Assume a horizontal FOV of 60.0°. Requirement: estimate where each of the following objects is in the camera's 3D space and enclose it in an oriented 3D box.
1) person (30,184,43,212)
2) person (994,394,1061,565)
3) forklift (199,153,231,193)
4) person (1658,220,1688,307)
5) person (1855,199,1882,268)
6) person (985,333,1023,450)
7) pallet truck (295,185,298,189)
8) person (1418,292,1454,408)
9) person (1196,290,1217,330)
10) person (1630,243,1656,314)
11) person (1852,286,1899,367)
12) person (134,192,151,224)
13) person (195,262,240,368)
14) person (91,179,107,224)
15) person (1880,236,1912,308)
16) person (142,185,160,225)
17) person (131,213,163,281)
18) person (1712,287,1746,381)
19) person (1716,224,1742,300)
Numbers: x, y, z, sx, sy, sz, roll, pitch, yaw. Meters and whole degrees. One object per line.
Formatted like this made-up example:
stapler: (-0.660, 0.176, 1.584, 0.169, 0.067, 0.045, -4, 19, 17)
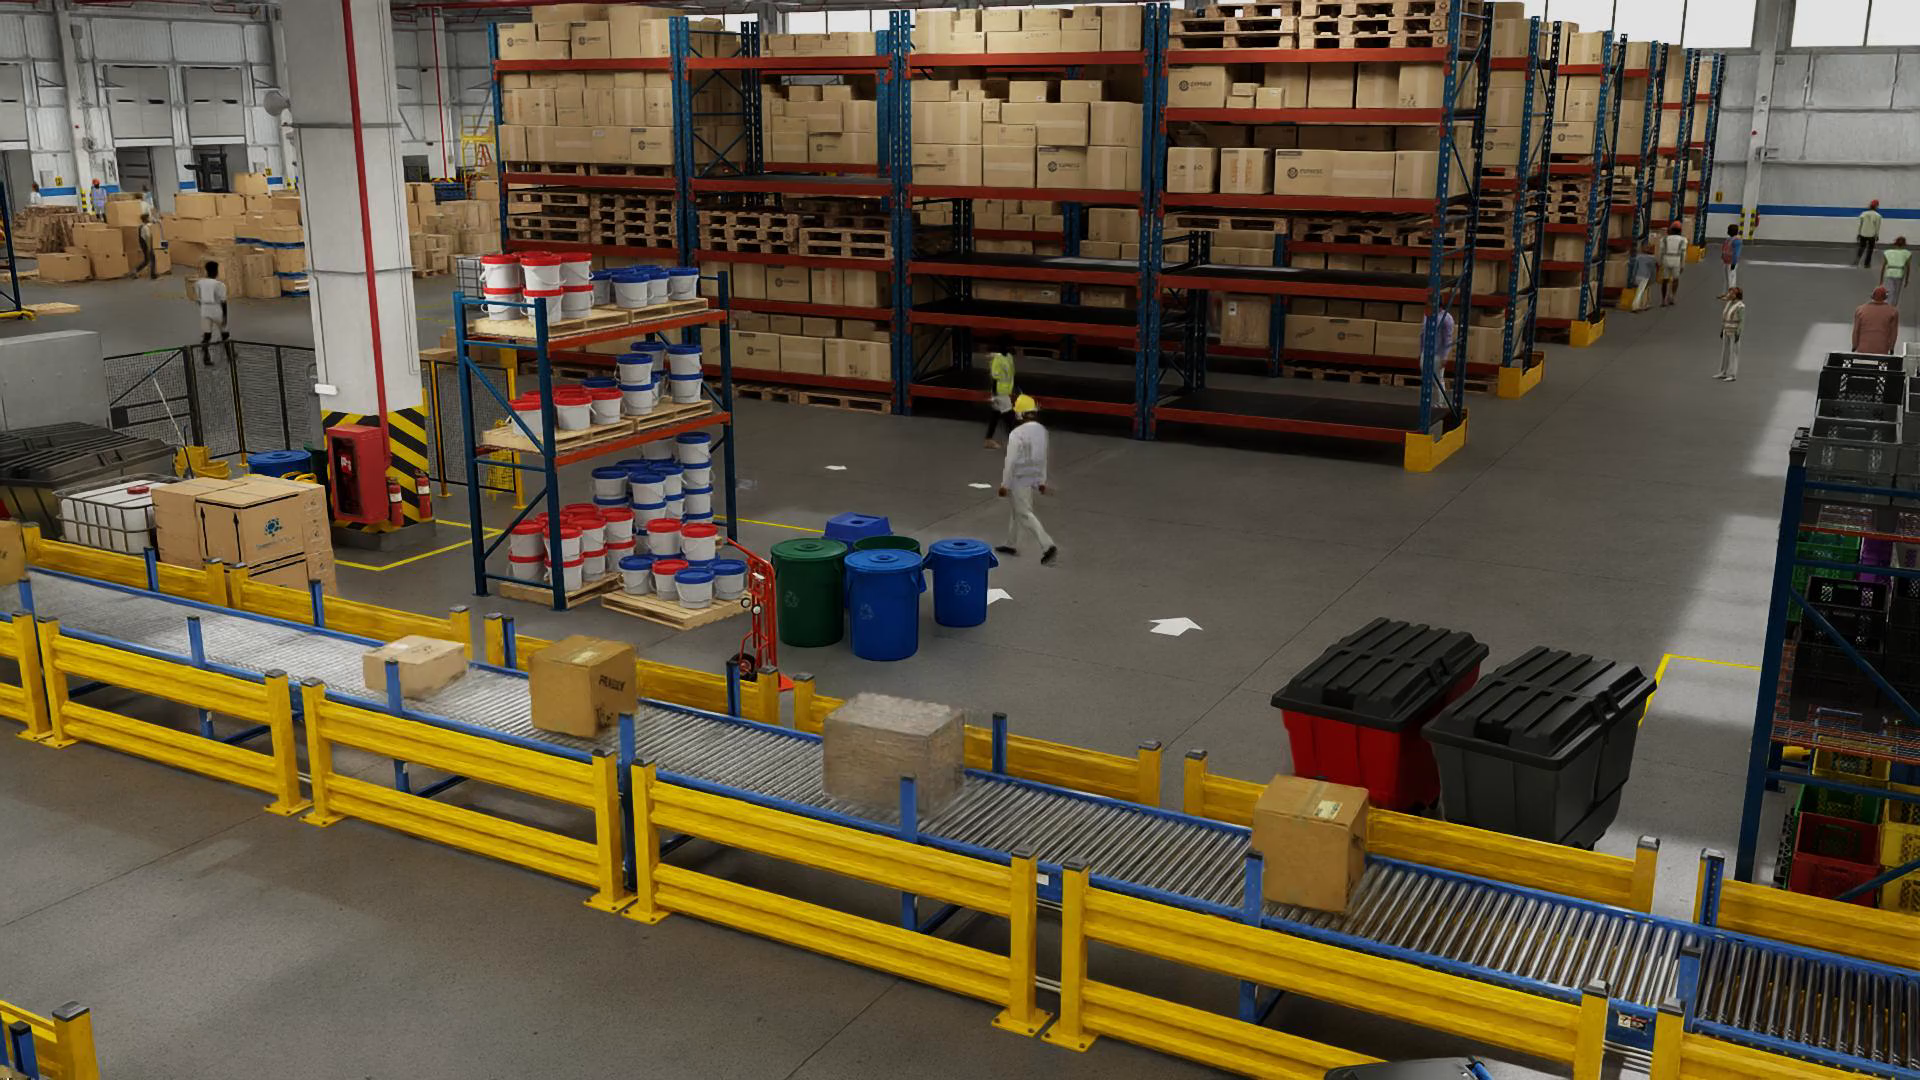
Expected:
person: (-33.012, -11.798, 59.445, 0.581, 1.852, 0.938, 13, 20, 41)
person: (0.734, -0.641, 17.586, 0.863, 1.806, 0.585, 10, 18, 33)
forklift: (-27.440, -12.865, 61.464, 1.873, 2.768, 1.129, 8, 17, 28)
person: (16.828, -6.532, 39.314, 0.626, 2.019, 0.722, 8, 17, 29)
person: (26.262, -8.840, 48.062, 0.494, 1.974, 0.639, -11, 18, -35)
person: (0.688, -2.036, 23.101, 0.848, 1.656, 0.538, 6, 16, 21)
pallet truck: (-26.804, -14.617, 69.738, 1.885, 1.965, 0.823, -14, 20, -42)
person: (7.288, -2.845, 25.600, 0.372, 1.940, 0.631, -7, 17, -26)
person: (5.074, -5.324, 35.043, 0.860, 1.872, 0.645, 10, 18, 33)
person: (15.680, -5.981, 38.047, 0.854, 1.578, 0.510, -8, 17, -27)
person: (14.655, -3.117, 26.680, 0.643, 1.911, 0.411, 9, 17, 30)
person: (-26.185, -10.155, 53.158, 0.627, 1.916, 0.758, -5, 16, -19)
person: (-13.702, -4.155, 30.571, 0.624, 1.911, 1.001, 1, 15, 4)
person: (-31.739, -12.342, 61.322, 0.542, 1.929, 0.374, -2, 15, -6)
person: (20.947, -5.894, 37.264, 0.564, 1.827, 0.691, 9, 17, 30)
person: (-30.531, -12.533, 62.634, 0.415, 1.625, 0.515, -10, 18, -33)
person: (-21.879, -7.837, 44.585, 0.656, 1.826, 0.528, -14, 21, -43)
person: (13.448, -3.596, 28.993, 0.309, 1.641, 0.513, -2, 15, -9)
person: (18.776, -6.768, 40.543, 0.430, 1.840, 0.622, 2, 15, 9)
